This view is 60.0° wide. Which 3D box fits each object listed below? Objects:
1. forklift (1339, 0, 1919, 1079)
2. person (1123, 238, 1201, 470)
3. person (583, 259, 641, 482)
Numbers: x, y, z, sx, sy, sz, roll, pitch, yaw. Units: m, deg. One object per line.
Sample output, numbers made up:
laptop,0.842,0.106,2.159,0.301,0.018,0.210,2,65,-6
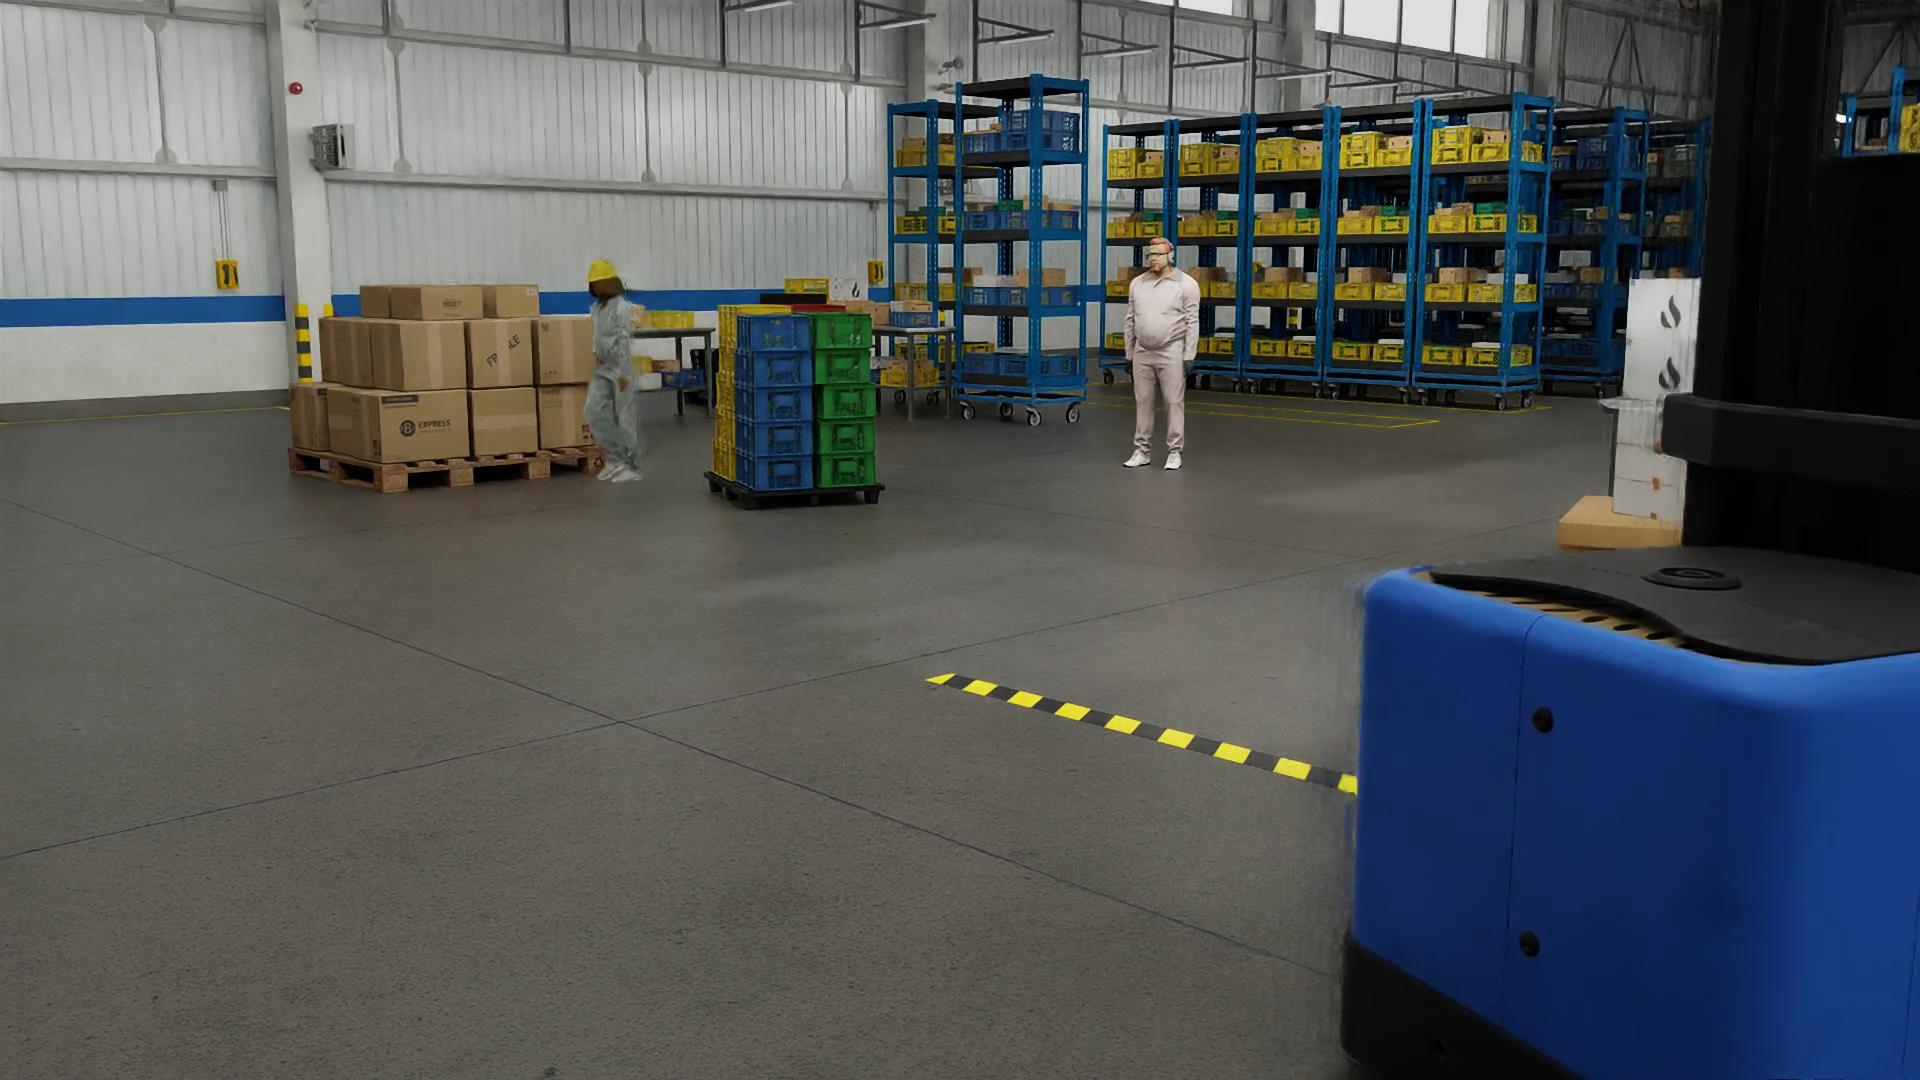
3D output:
forklift,1.825,-0.262,3.189,1.873,2.768,1.129,-4,10,-23
person,1.640,-1.532,13.744,0.654,1.906,0.408,5,11,30
person,-2.689,-1.300,12.880,0.507,1.721,0.449,8,12,39
